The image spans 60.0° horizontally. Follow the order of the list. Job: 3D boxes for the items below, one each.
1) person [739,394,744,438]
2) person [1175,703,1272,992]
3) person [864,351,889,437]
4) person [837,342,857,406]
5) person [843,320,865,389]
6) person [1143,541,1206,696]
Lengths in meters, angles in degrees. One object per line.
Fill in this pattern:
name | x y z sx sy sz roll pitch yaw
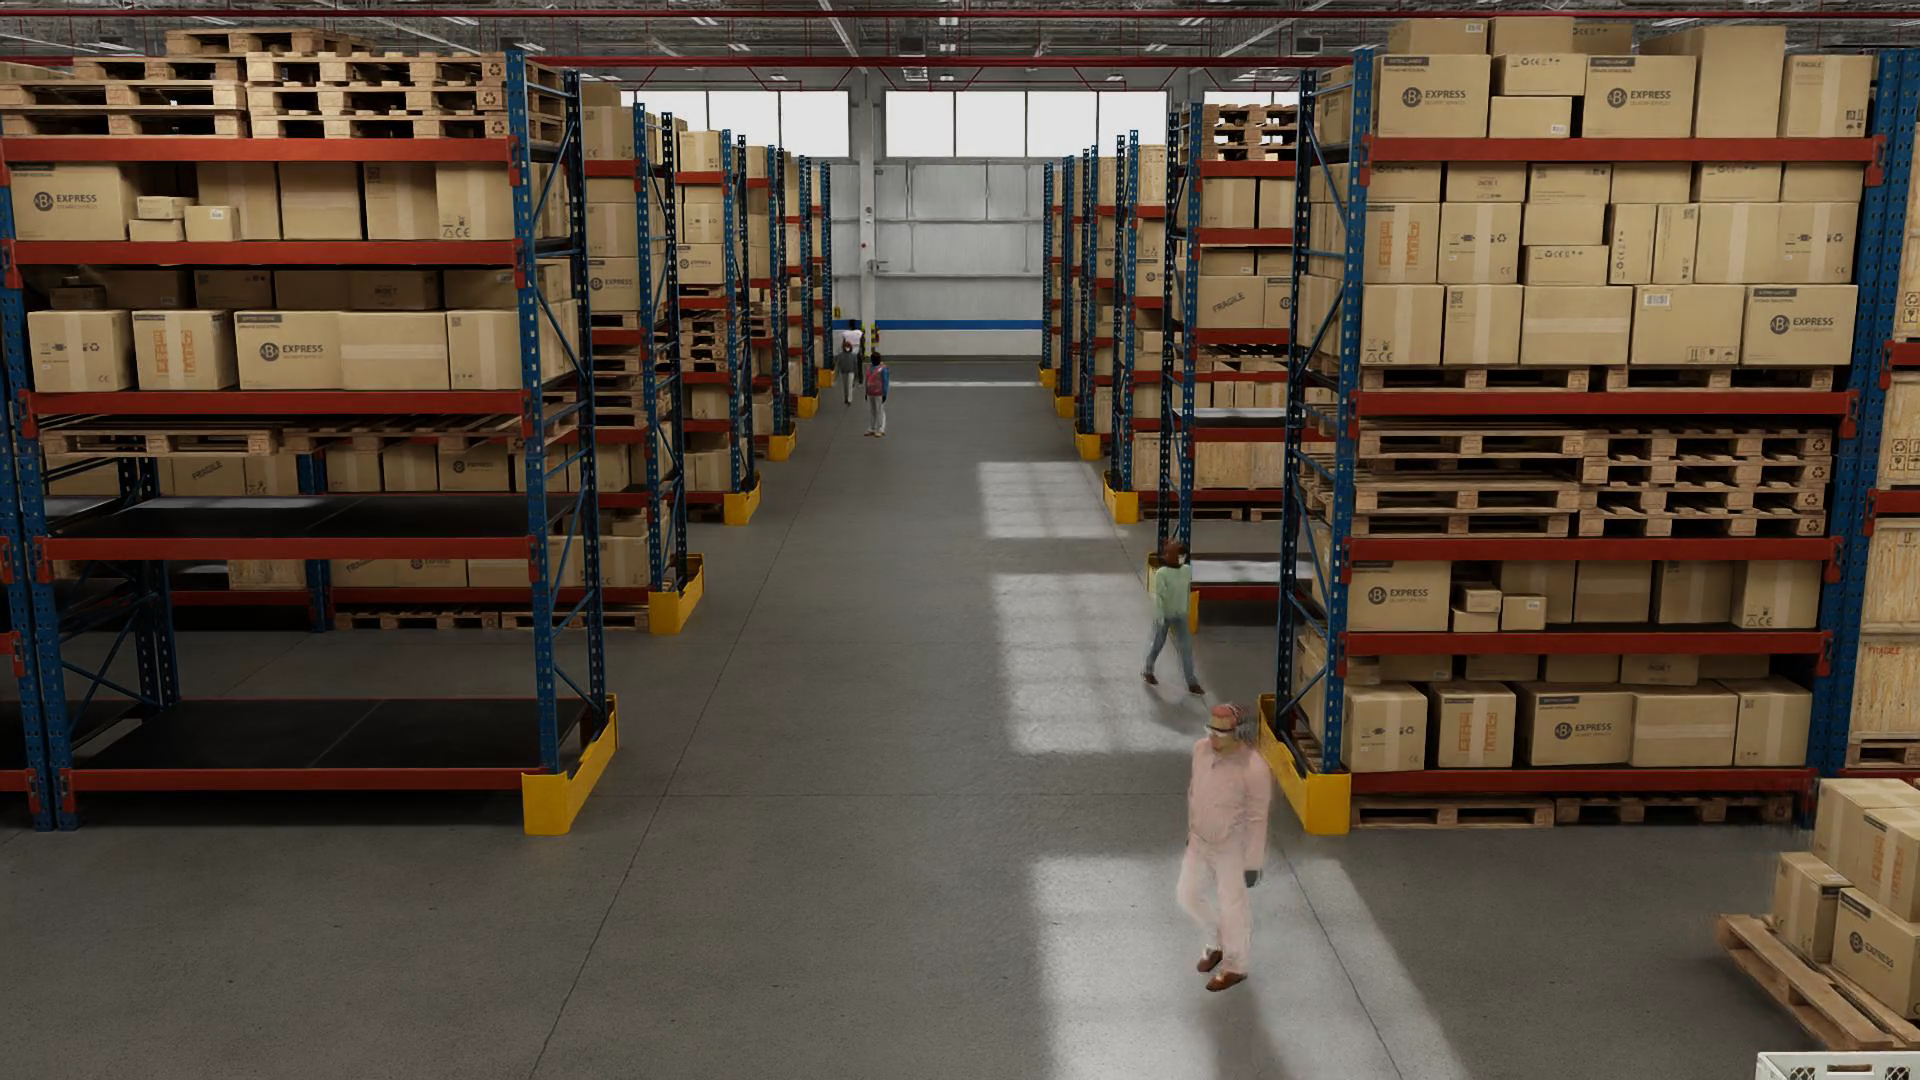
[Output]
person | -4.141 -1.999 29.702 0.614 2.039 0.398 5 12 22
person | 1.652 1.940 10.542 0.428 1.889 0.675 -8 14 -35
person | -1.822 -3.141 35.842 0.633 1.846 0.429 10 15 41
person | -2.814 -4.170 41.574 0.501 1.596 0.862 1 11 3
person | -2.861 -5.091 45.488 0.638 1.852 0.990 2 12 10
person | 2.179 0.777 17.084 0.515 1.585 0.878 -7 13 -30
